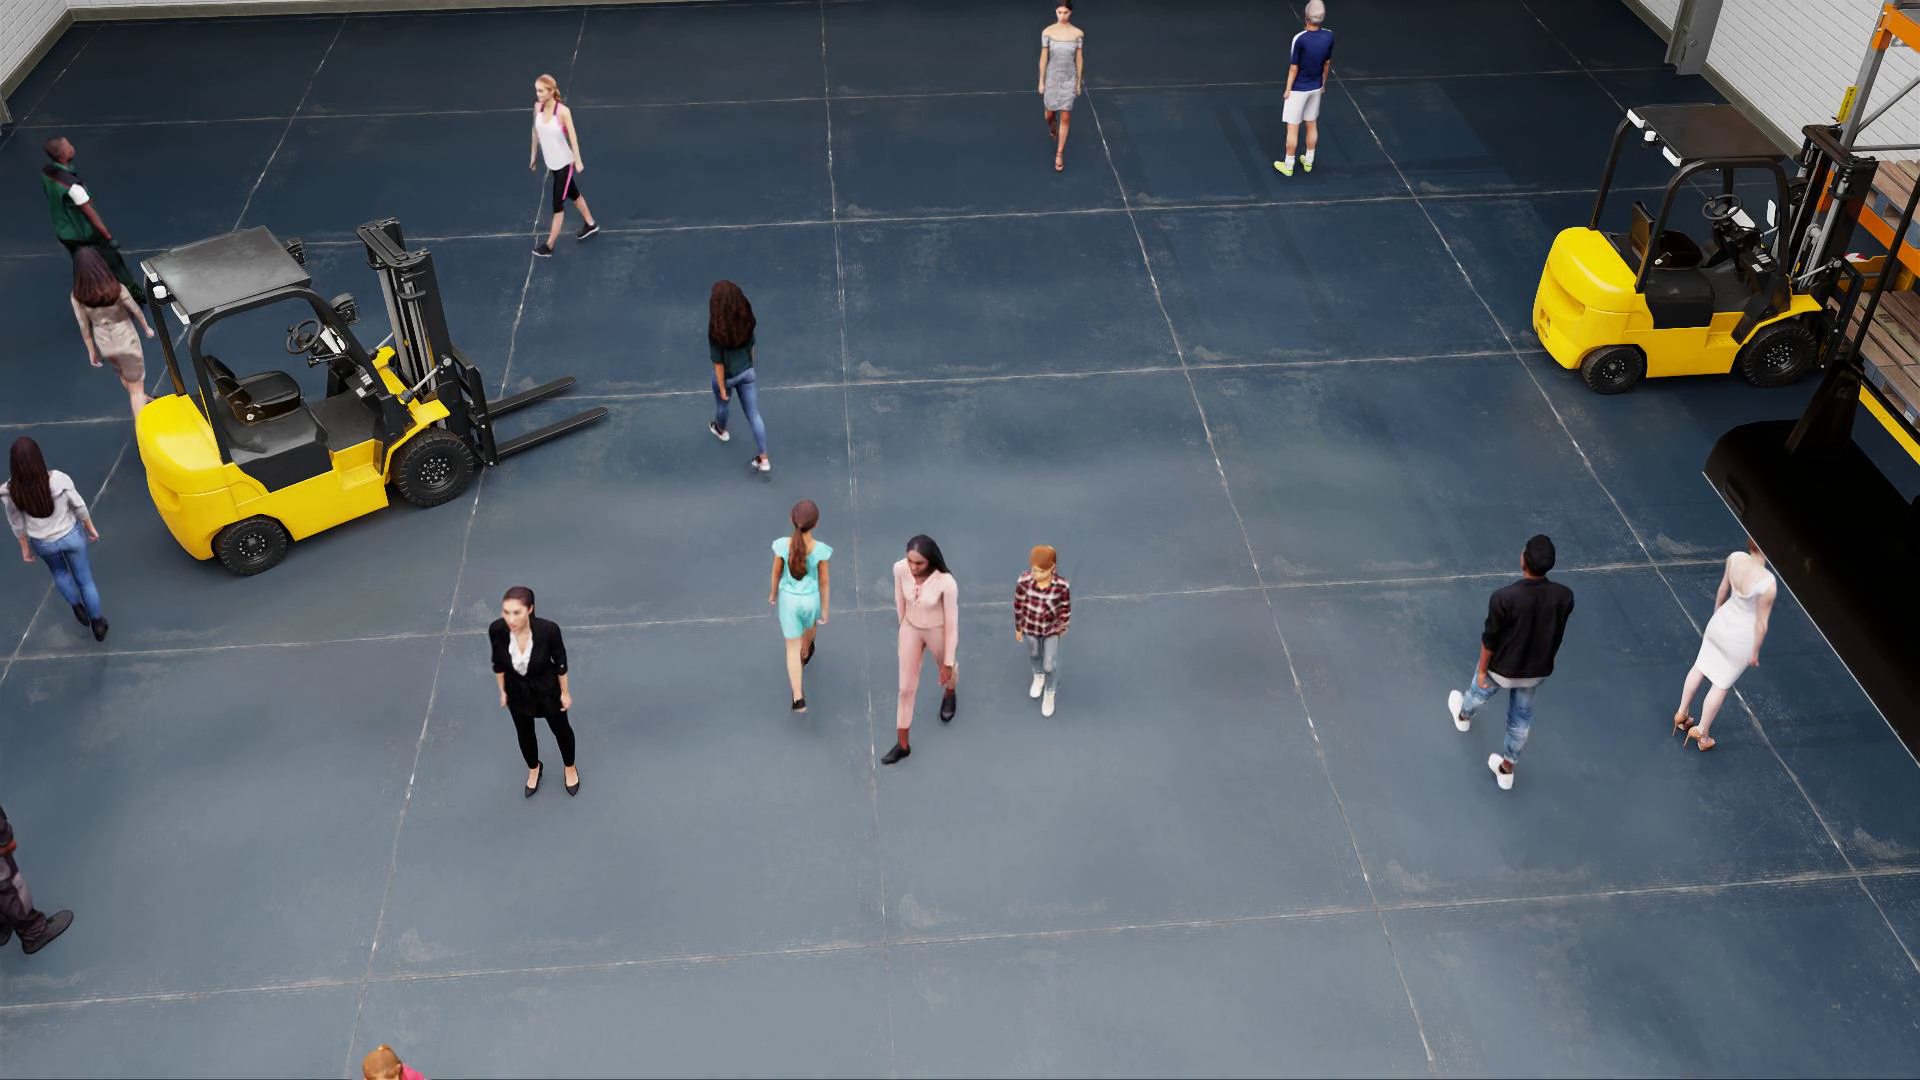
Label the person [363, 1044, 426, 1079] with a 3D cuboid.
[{"bbox_3d":[-2.721,2.874,8.112,0.661,1.308,0.756,-22,43,-25],"label":"person"}]

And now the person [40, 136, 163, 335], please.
[{"bbox_3d":[-7.785,-2.632,14.603,1.100,1.812,1.142,30,47,32],"label":"person"}]

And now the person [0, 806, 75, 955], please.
[{"bbox_3d":[-5.559,1.624,9.262,0.772,1.826,0.726,10,40,12],"label":"person"}]

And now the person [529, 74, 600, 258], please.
[{"bbox_3d":[-3.754,-3.622,15.898,1.080,1.742,1.191,24,44,27],"label":"person"}]

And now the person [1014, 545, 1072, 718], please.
[{"bbox_3d":[0.554,0.509,11.085,0.624,1.293,0.695,11,40,13],"label":"person"}]

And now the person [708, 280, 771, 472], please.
[{"bbox_3d":[-1.717,-1.259,13.073,0.969,1.575,1.188,-25,45,-28],"label":"person"}]

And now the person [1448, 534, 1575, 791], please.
[{"bbox_3d":[3.487,0.815,10.311,0.755,1.781,1.047,1,39,1],"label":"person"}]

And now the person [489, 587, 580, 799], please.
[{"bbox_3d":[-2.615,0.927,10.267,0.612,1.661,0.566,0,39,1],"label":"person"}]

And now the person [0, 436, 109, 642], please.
[{"bbox_3d":[-6.172,0.054,11.397,0.722,1.614,0.722,-16,41,-19],"label":"person"}]

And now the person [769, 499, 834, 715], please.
[{"bbox_3d":[-1.050,0.452,10.975,0.688,1.519,1.098,0,39,0],"label":"person"}]

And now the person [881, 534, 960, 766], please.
[{"bbox_3d":[-0.162,0.582,10.689,0.997,1.673,1.209,13,40,15],"label":"person"}]

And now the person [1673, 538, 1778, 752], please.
[{"bbox_3d":[4.882,0.608,10.560,0.679,1.794,0.499,-11,40,-14],"label":"person"}]

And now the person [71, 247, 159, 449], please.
[{"bbox_3d":[-6.685,-1.460,13.227,0.633,1.698,1.065,-5,39,-6],"label":"person"}]

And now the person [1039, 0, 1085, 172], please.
[{"bbox_3d":[1.058,-4.764,17.281,0.665,1.800,0.868,1,39,1],"label":"person"}]

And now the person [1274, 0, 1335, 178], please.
[{"bbox_3d":[3.556,-4.660,17.122,0.700,1.838,0.660,-15,41,-18],"label":"person"}]
